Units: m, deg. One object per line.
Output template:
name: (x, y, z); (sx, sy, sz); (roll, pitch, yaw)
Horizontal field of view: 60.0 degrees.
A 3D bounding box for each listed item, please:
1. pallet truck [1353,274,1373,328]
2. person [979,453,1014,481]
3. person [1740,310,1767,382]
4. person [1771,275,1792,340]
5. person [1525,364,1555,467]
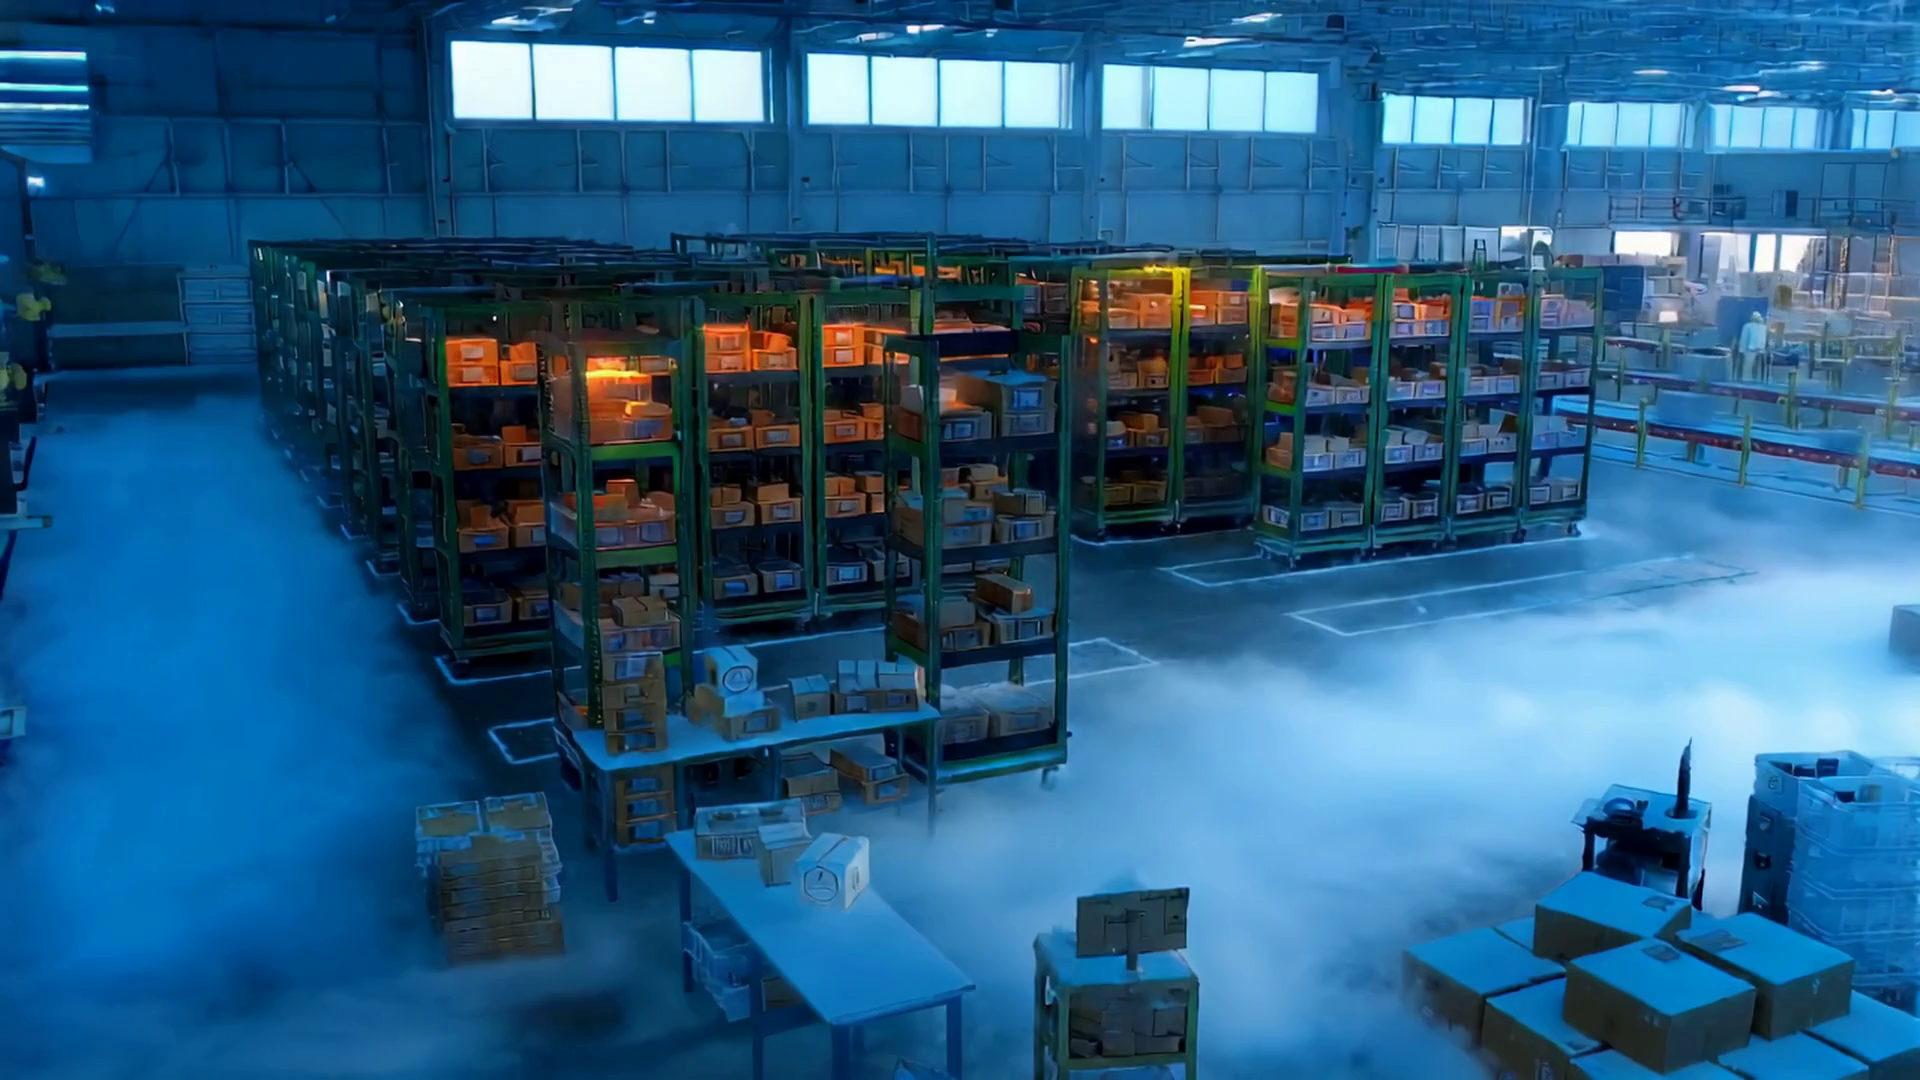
pallet truck: (13.011, -8.050, 55.243); (0.823, 1.965, 1.885); (-7, 14, -28)
person: (0.565, -1.288, 23.619); (0.616, 1.993, 0.395); (0, 12, 1)
person: (17.982, -4.244, 37.658); (0.651, 1.904, 0.403); (-3, 12, -13)
person: (24.709, -6.967, 50.083); (0.620, 2.024, 0.482); (-2, 12, -7)
person: (9.756, -2.061, 27.831); (0.527, 1.751, 0.673); (-5, 13, -21)
